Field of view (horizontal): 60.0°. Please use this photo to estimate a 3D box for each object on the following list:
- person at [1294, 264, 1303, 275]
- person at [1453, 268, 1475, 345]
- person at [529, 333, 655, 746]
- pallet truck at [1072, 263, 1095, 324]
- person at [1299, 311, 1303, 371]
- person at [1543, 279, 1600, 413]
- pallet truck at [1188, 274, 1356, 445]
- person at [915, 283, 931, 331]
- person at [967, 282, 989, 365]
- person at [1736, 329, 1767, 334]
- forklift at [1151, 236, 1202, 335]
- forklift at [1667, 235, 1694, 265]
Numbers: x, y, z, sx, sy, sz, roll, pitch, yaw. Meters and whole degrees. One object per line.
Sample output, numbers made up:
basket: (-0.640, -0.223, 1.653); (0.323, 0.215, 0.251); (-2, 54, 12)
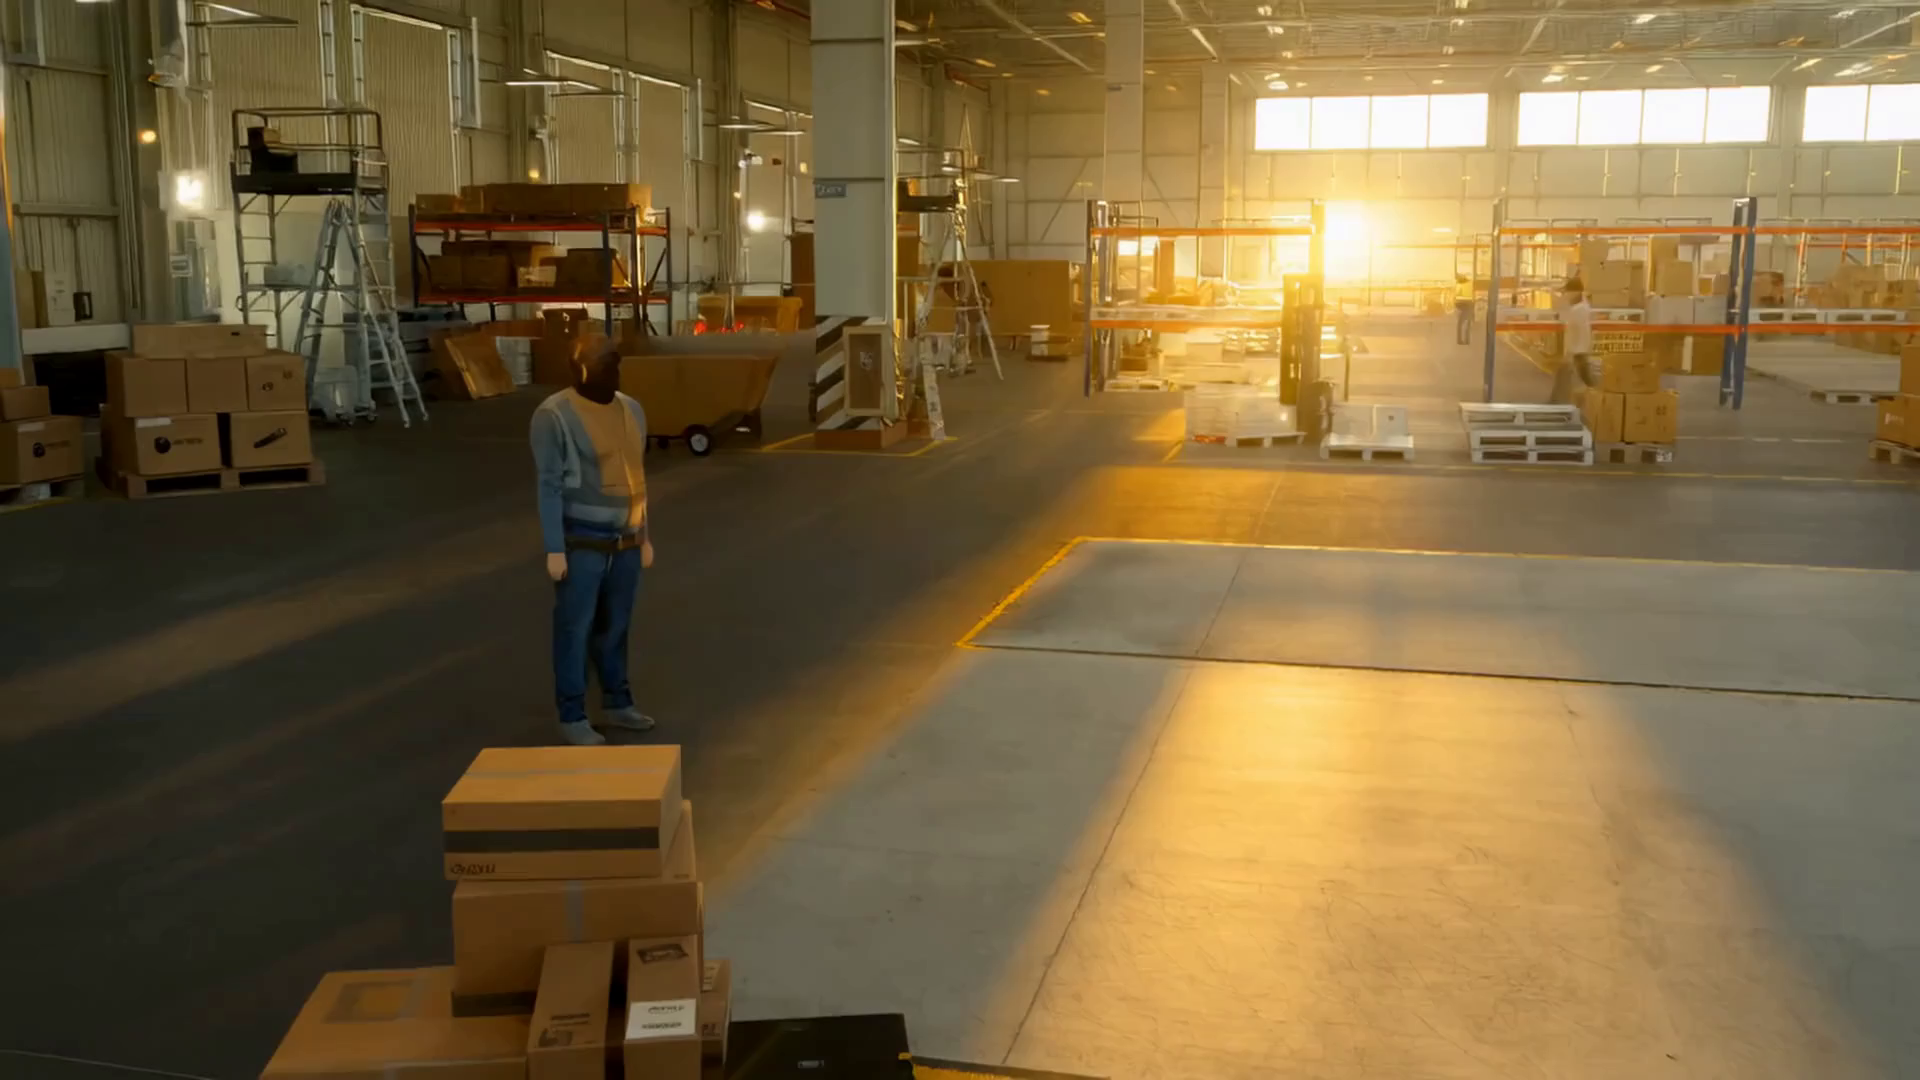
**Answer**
person: (12.823, -9.564, 63.564); (0.547, 1.915, 0.810); (0, 10, 0)
person: (12.620, -5.829, 41.563); (0.571, 1.911, 0.672); (-1, 10, -7)
person: (-1.616, -0.004, 7.484); (0.430, 1.844, 0.624); (7, 12, 35)
pallet truck: (4.325, -8.180, 55.162); (0.823, 1.965, 1.885); (6, 11, 31)
person: (6.750, -4.111, 31.980); (0.486, 1.737, 0.322); (-8, 13, -40)
person: (8.574, -2.670, 23.096); (1.008, 1.880, 0.605); (8, 12, 39)
pallet truck: (3.653, -2.138, 19.590); (1.885, 1.965, 0.823); (-4, 10, -20)
person: (-1.112, -7.211, 49.641); (0.374, 1.935, 0.550); (-7, 12, -35)
person: (0.326, -4.394, 33.824); (0.550, 1.680, 0.609); (-4, 10, -21)
person: (22.410, -6.739, 46.998); (0.650, 1.901, 0.789); (-6, 11, -31)
forklift: (5.866, -7.214, 46.878); (1.873, 2.768, 1.129); (2, 10, 14)
forklift: (21.149, -7.581, 49.039); (1.129, 2.768, 1.873); (-7, 12, -35)
